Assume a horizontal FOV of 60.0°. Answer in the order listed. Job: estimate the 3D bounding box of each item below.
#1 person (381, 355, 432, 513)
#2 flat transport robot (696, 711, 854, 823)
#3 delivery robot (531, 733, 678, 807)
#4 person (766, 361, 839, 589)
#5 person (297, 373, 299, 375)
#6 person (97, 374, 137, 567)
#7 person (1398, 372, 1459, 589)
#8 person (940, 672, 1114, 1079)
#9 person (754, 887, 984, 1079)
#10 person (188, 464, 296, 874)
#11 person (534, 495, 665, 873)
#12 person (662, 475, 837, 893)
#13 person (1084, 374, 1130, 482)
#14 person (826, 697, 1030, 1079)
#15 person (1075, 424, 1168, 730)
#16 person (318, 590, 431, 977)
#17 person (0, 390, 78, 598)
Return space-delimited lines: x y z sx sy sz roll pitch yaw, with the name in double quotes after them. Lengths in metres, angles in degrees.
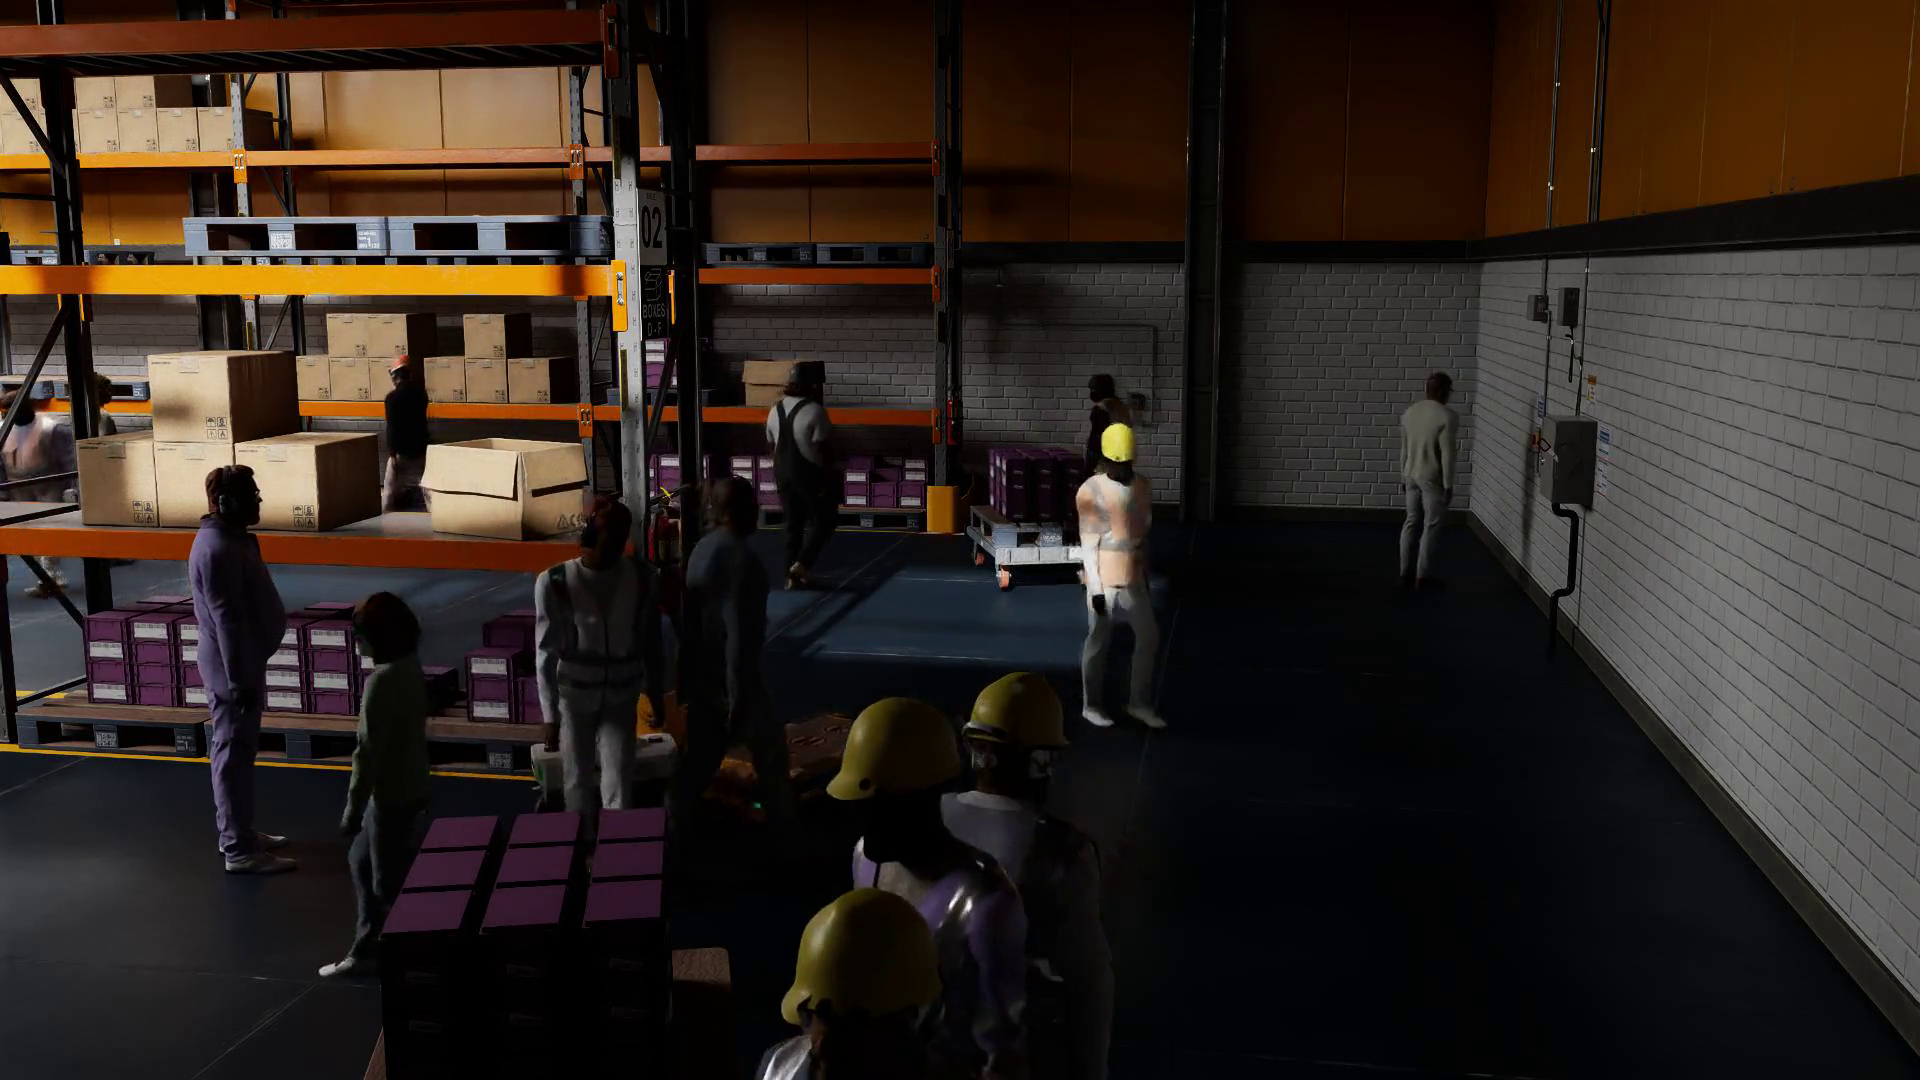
-5.783 -0.938 17.236 1.073 1.921 0.620 5 10 27 "person"
-0.870 1.207 9.068 0.652 0.197 1.431 6 11 32 "flat transport robot"
-1.793 1.130 8.378 0.707 0.478 0.477 -3 10 -18 "delivery robot"
-1.354 -0.571 14.627 0.695 2.000 0.537 7 12 38 "person"
-6.890 -0.898 16.975 0.364 1.935 0.553 -5 10 -28 "person"
-8.069 -0.642 15.683 0.540 1.837 0.414 9 12 43 "person"
4.151 -0.529 14.758 0.418 1.921 0.646 -5 11 -30 "person"
0.130 1.229 4.140 0.589 1.822 0.403 6 11 34 "person"
-0.131 1.443 2.796 0.591 1.822 0.447 7 12 38 "person"
-3.364 0.595 7.805 0.401 1.910 0.640 -4 10 -24 "person"
-1.604 0.697 7.431 0.593 1.833 0.975 -4 10 -23 "person"
-1.039 0.651 7.560 0.967 1.881 0.645 -6 11 -35 "person"
1.440 -0.703 16.150 0.561 1.811 0.651 5 10 28 "person"
0.004 1.256 3.746 0.723 1.903 0.588 -6 11 -32 "person"
0.976 0.237 10.091 0.600 1.887 0.681 -6 11 -32 "person"
-2.153 0.972 6.419 0.725 1.602 0.483 -1 9 -7 "person"
-7.999 -0.414 14.452 0.697 1.790 0.825 -1 9 -4 "person"
